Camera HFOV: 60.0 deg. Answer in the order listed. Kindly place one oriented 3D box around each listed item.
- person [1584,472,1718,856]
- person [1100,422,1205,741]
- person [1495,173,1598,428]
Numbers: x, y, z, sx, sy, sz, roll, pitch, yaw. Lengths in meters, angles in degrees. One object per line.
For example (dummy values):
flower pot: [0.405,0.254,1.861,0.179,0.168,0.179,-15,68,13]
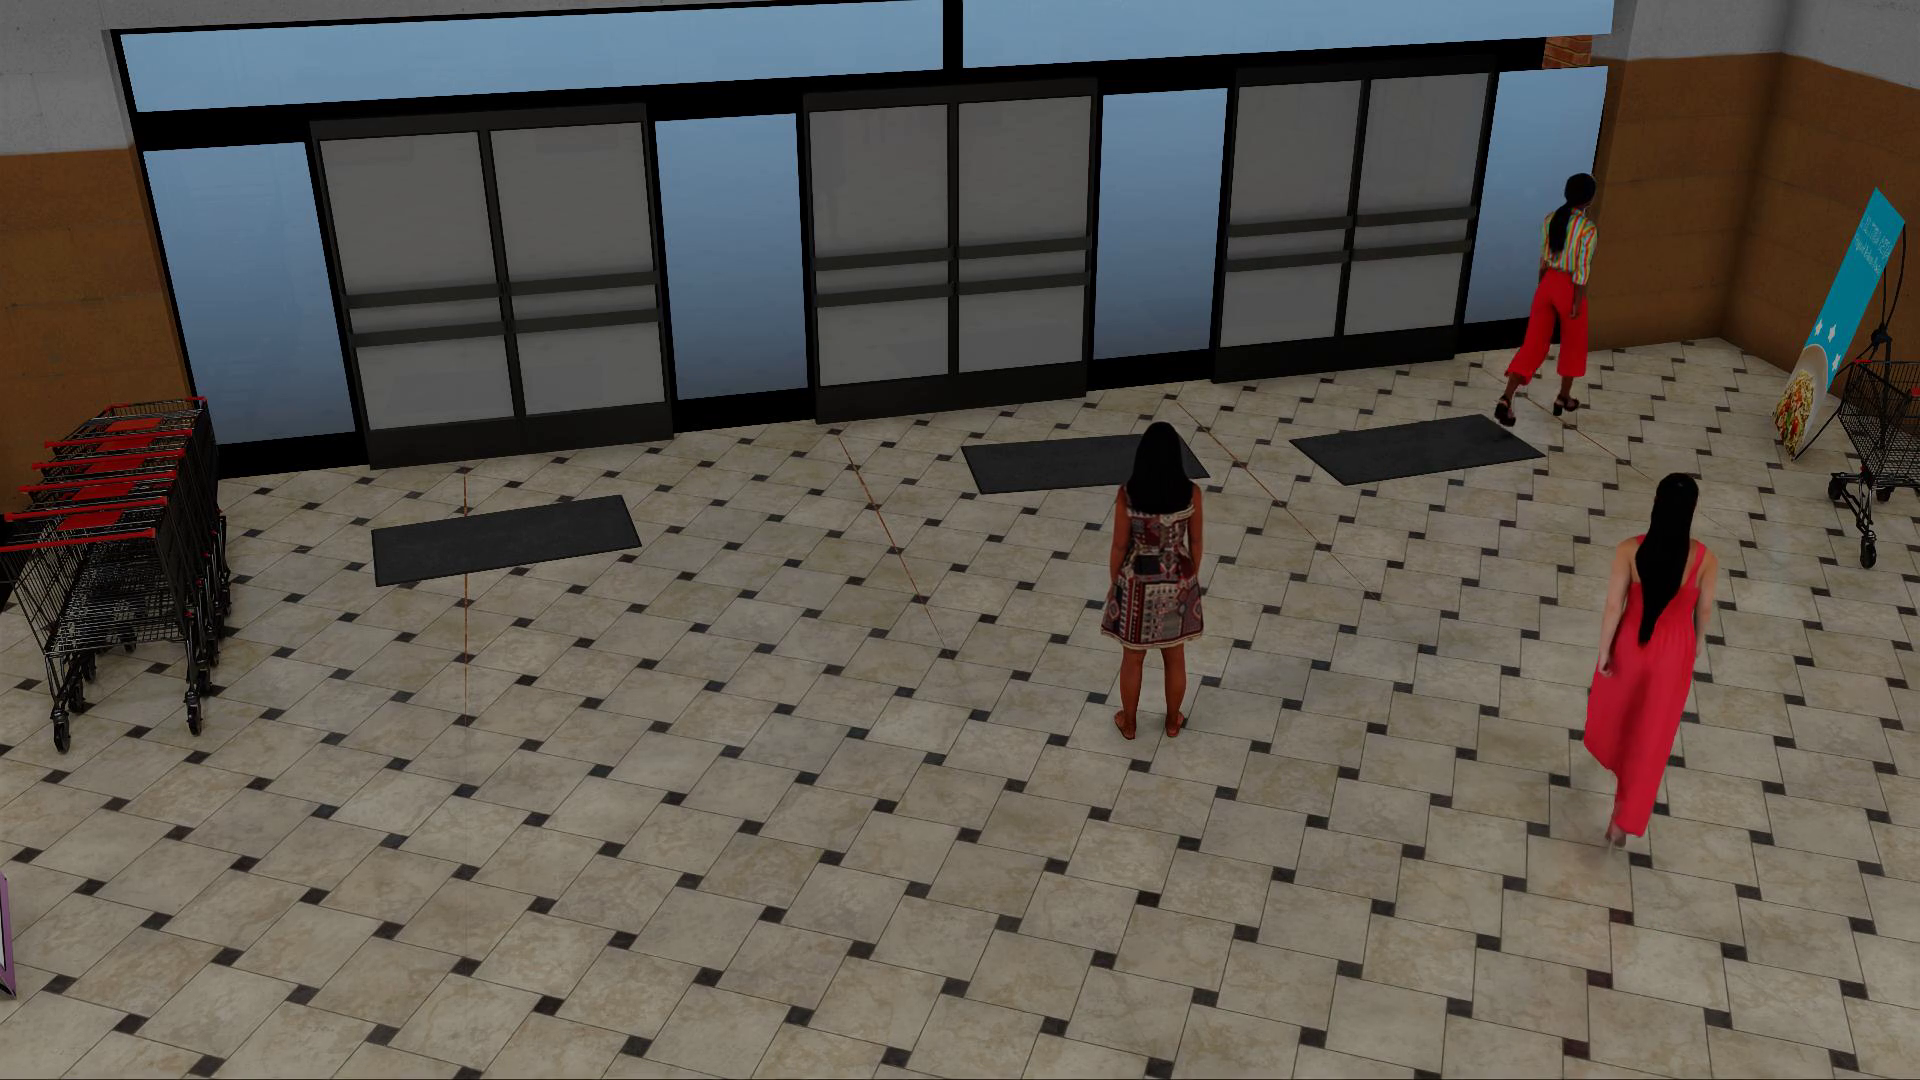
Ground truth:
person: [2.955,0.569,7.133,1.059,1.675,1.161,13,29,23]
person: [0.920,0.206,7.882,0.701,1.645,0.620,0,27,0]
person: [3.982,-1.569,11.258,0.947,1.757,1.157,-20,33,-34]
